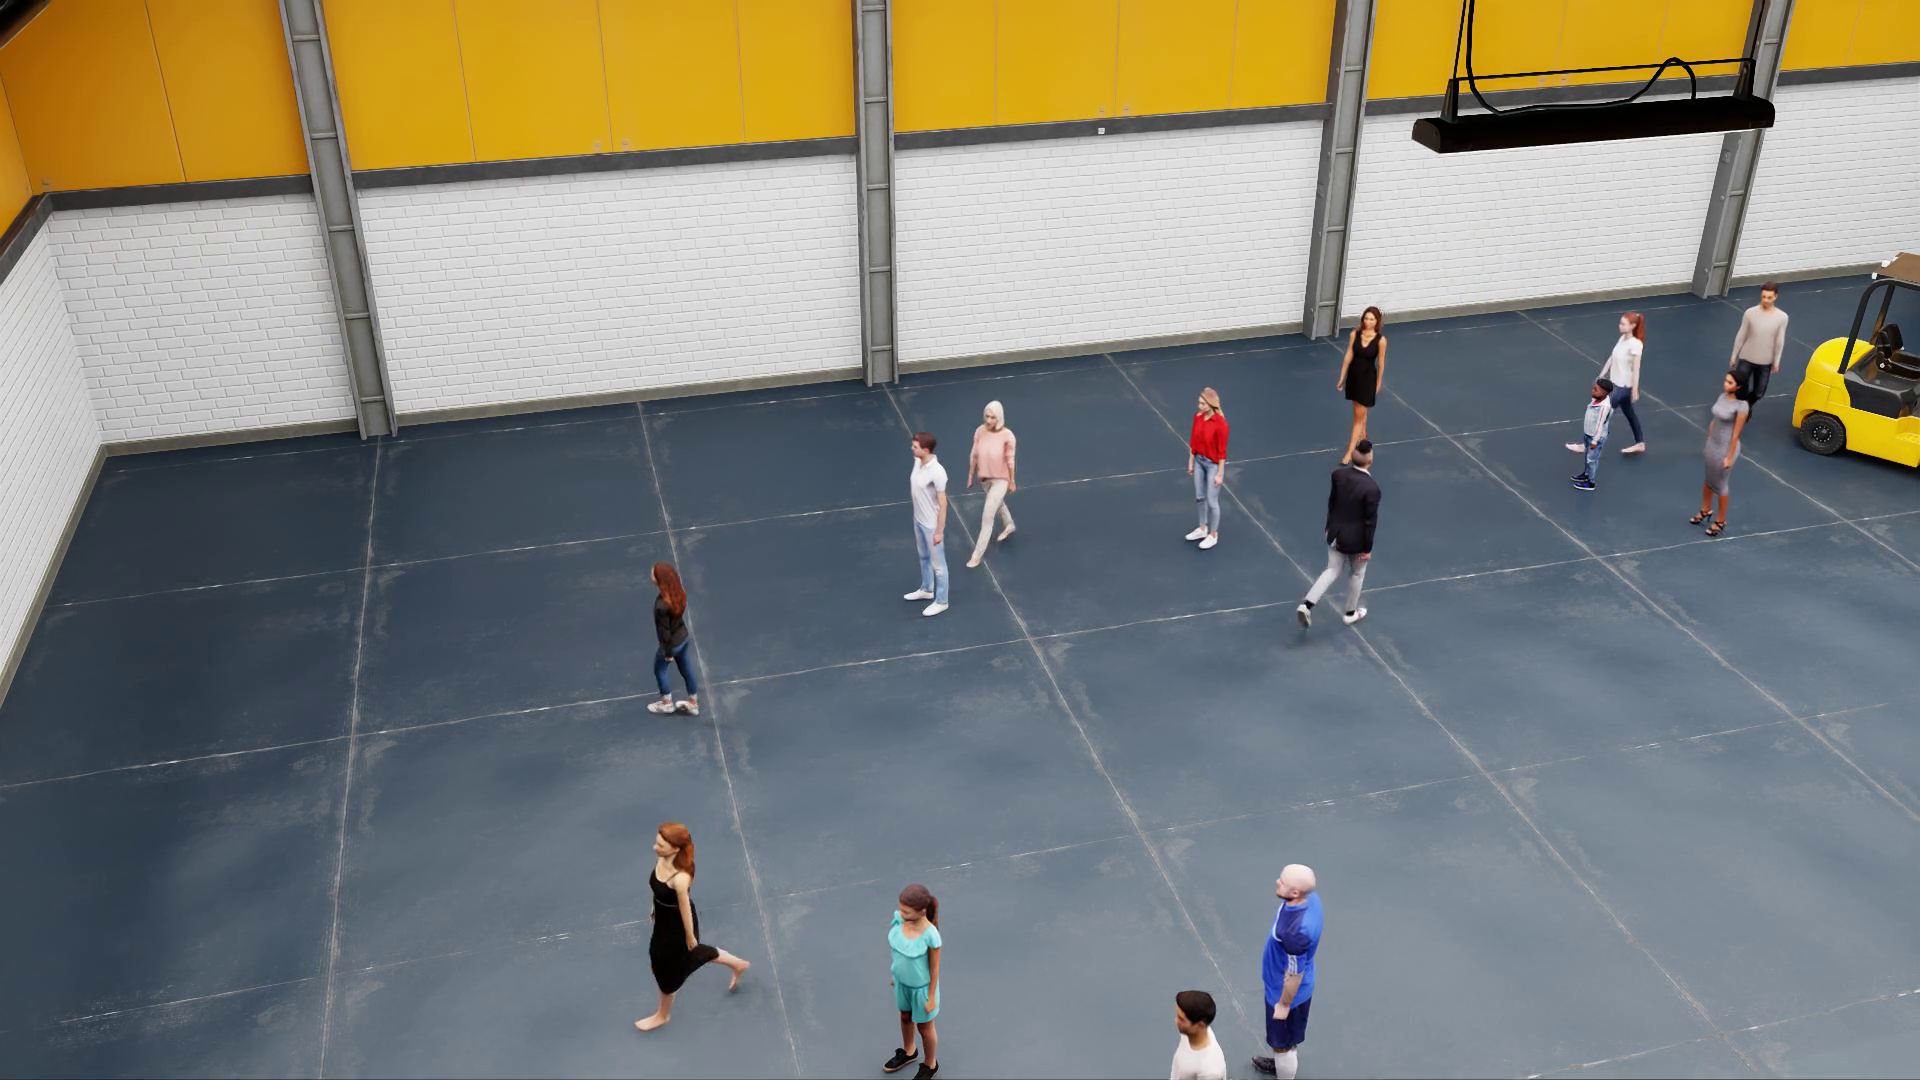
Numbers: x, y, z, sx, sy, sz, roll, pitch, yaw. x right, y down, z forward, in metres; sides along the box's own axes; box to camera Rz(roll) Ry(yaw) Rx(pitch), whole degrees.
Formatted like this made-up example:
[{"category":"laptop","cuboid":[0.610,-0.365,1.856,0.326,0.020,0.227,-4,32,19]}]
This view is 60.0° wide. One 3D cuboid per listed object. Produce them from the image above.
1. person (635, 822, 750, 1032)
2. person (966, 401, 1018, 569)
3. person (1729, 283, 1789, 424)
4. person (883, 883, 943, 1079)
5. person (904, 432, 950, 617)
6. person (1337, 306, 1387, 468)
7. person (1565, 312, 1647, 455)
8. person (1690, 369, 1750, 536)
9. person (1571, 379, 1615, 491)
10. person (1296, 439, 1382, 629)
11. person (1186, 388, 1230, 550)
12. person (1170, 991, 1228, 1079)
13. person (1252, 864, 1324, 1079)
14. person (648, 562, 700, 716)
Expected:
[{"category":"person","cuboid":[-1.773,2.483,10.918,1.078,1.598,0.658,-12,31,-21]},{"category":"person","cuboid":[0.378,-0.618,16.535,1.151,1.663,1.233,18,33,29]},{"category":"person","cuboid":[9.093,-2.071,19.004,0.984,1.849,1.020,12,31,21]},{"category":"person","cuboid":[-0.276,2.766,10.440,0.643,1.558,0.678,25,37,38]},{"category":"person","cuboid":[-0.282,-0.181,15.537,0.624,1.852,0.690,-14,32,-24]},{"category":"person","cuboid":[4.484,-1.740,18.453,1.023,1.796,1.129,18,34,30]},{"category":"person","cuboid":[7.458,-1.696,18.489,1.196,1.684,0.827,2,29,4]},{"category":"person","cuboid":[7.778,-0.905,16.944,0.543,1.775,0.569,-6,29,-11]},{"category":"person","cuboid":[6.861,-1.154,17.941,0.559,1.258,0.527,1,29,3]},{"category":"person","cuboid":[3.486,-0.016,15.154,1.216,1.928,0.990,-21,35,-33]},{"category":"person","cuboid":[2.505,-0.739,16.718,0.677,1.700,0.697,-22,36,-35]},{"category":"person","cuboid":[1.432,3.248,9.426,1.110,1.683,0.652,-6,29,-11]},{"category":"person","cuboid":[2.015,2.727,10.217,0.751,1.841,0.755,8,30,14]},{"category":"person","cuboid":[-2.360,0.856,14.037,0.792,1.468,0.731,11,31,20]}]
